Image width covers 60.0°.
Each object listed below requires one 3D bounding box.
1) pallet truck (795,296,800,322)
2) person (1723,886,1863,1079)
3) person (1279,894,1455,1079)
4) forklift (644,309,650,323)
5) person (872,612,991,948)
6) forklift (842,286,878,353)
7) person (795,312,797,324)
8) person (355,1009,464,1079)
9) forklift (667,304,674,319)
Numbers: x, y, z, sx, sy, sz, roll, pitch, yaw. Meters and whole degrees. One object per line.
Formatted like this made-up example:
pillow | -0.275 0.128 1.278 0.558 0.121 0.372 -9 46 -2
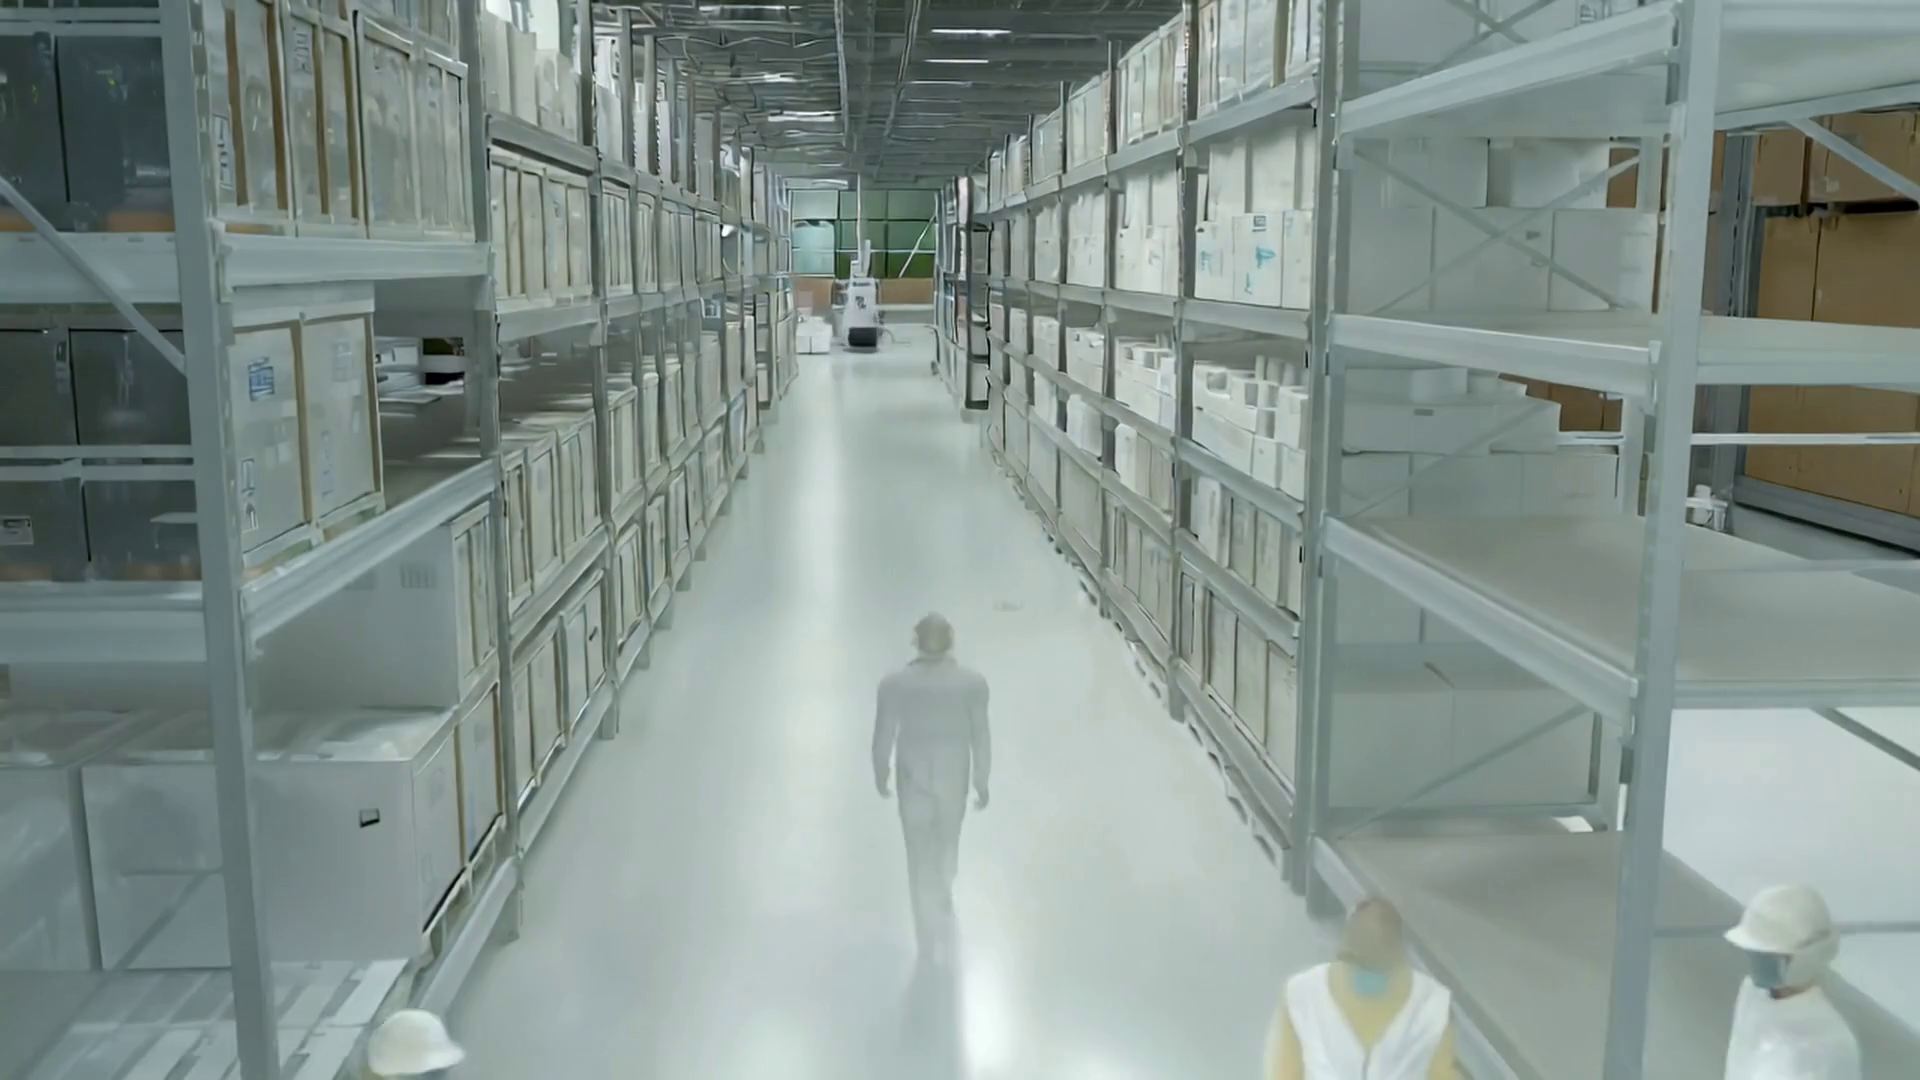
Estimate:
pallet truck | -8.622 -12.439 91.403 1.885 1.965 0.823 2 10 13
person | 2.617 2.016 5.192 0.994 1.958 0.625 0 10 -2
person | 1.341 2.021 5.566 0.575 1.826 0.660 2 10 9
forklift | -9.650 -5.872 49.543 1.129 2.768 1.873 -1 10 -4
person | -0.169 1.331 9.572 0.666 1.853 0.991 -1 10 -5
forklift | -4.225 -9.342 70.273 1.129 2.768 1.873 -3 10 -20
person | -7.739 -9.799 75.898 0.560 1.914 0.683 -3 10 -16
person | -1.555 2.192 4.837 0.618 1.721 0.493 -1 10 -7
forklift | -9.596 -7.085 56.790 1.129 2.768 1.873 7 12 37
